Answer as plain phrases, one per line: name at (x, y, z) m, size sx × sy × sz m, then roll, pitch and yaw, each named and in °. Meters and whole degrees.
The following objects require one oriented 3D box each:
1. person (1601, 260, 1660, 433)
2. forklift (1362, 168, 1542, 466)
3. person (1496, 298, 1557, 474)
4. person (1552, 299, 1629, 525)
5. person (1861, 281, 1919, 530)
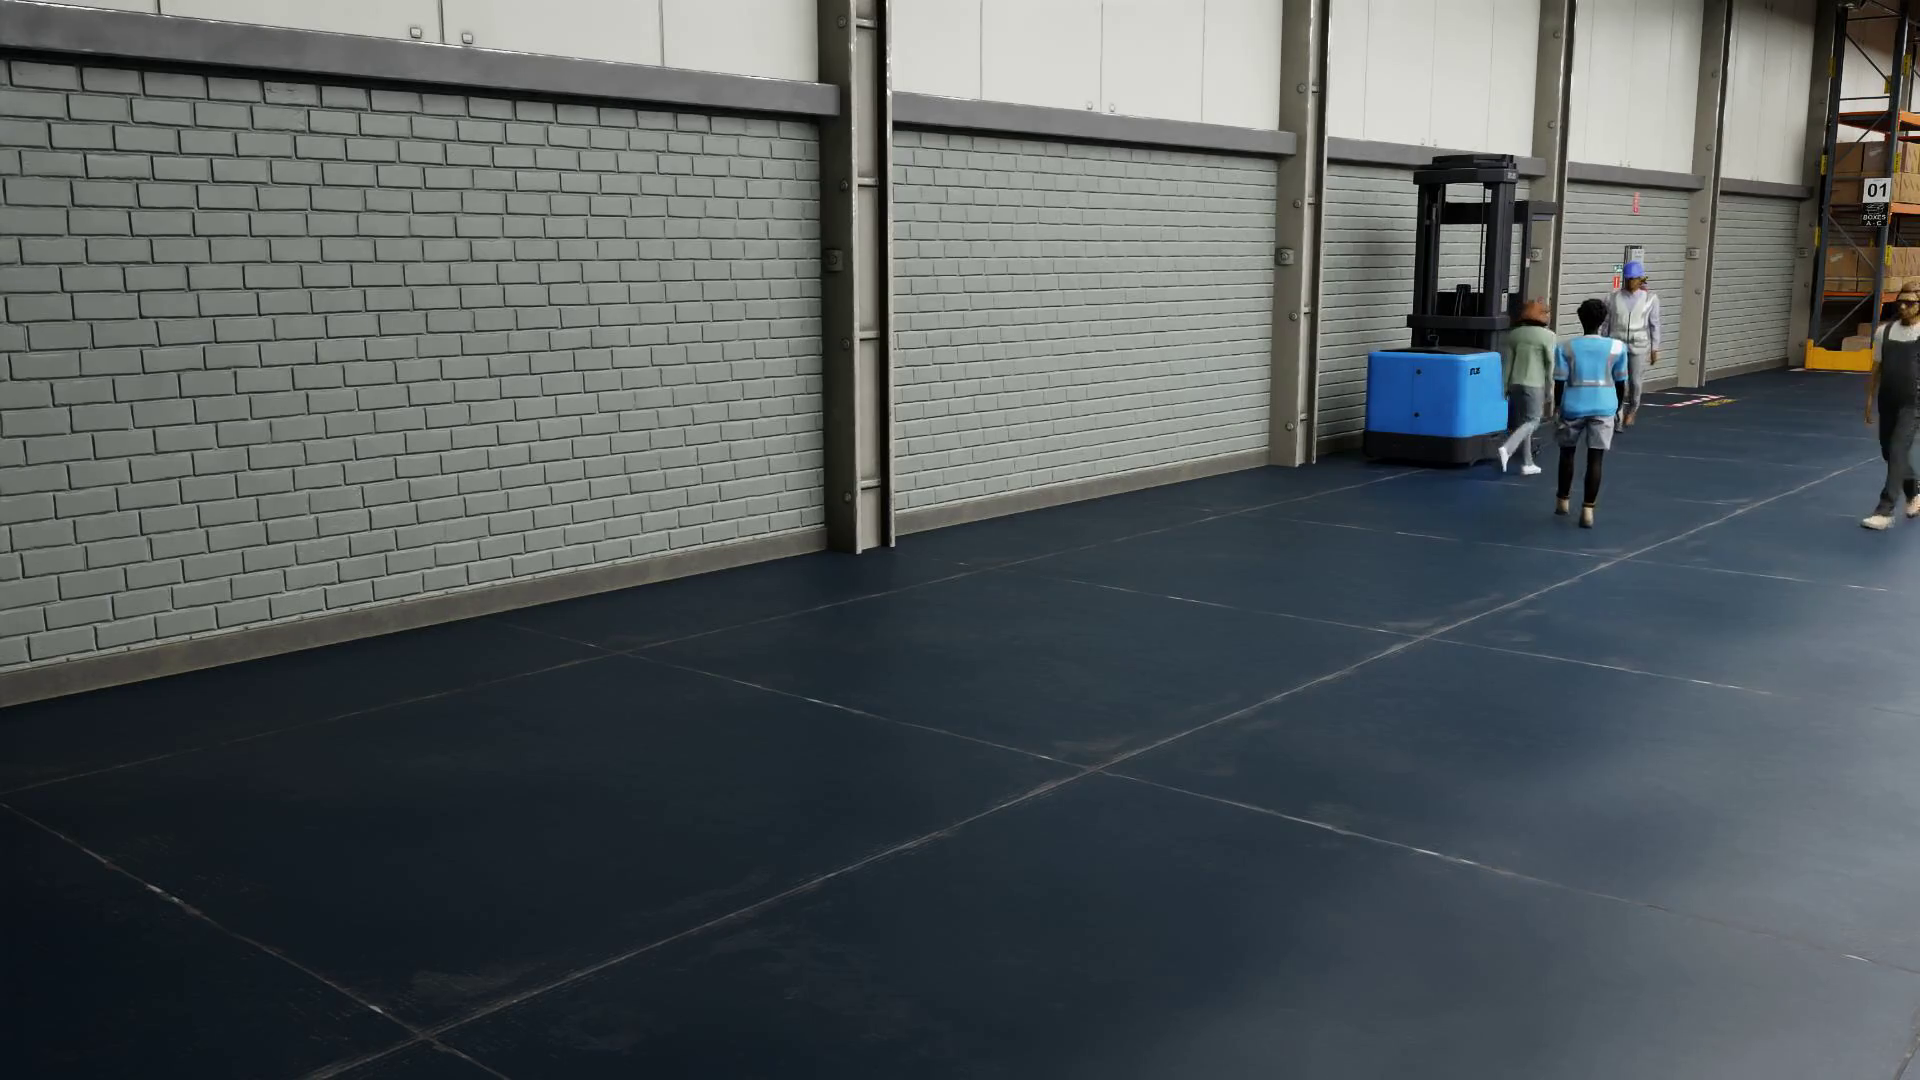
person at (7.597, -2.206, 18.877) m, size 0.615 × 1.922 × 0.871 m, roll 4°, pitch 11°, yaw 22°
forklift at (4.875, -2.212, 16.287) m, size 1.129 × 2.768 × 1.873 m, roll 8°, pitch 13°, yaw 40°
person at (5.091, -1.379, 15.032) m, size 0.678 × 1.608 × 0.510 m, roll -7°, pitch 12°, yaw -34°
person at (4.735, -0.973, 12.550) m, size 0.542 × 1.673 × 0.712 m, roll 3°, pitch 10°, yaw 18°
person at (7.045, -1.011, 12.363) m, size 0.859 × 1.824 × 0.520 m, roll -6°, pitch 12°, yaw -31°
